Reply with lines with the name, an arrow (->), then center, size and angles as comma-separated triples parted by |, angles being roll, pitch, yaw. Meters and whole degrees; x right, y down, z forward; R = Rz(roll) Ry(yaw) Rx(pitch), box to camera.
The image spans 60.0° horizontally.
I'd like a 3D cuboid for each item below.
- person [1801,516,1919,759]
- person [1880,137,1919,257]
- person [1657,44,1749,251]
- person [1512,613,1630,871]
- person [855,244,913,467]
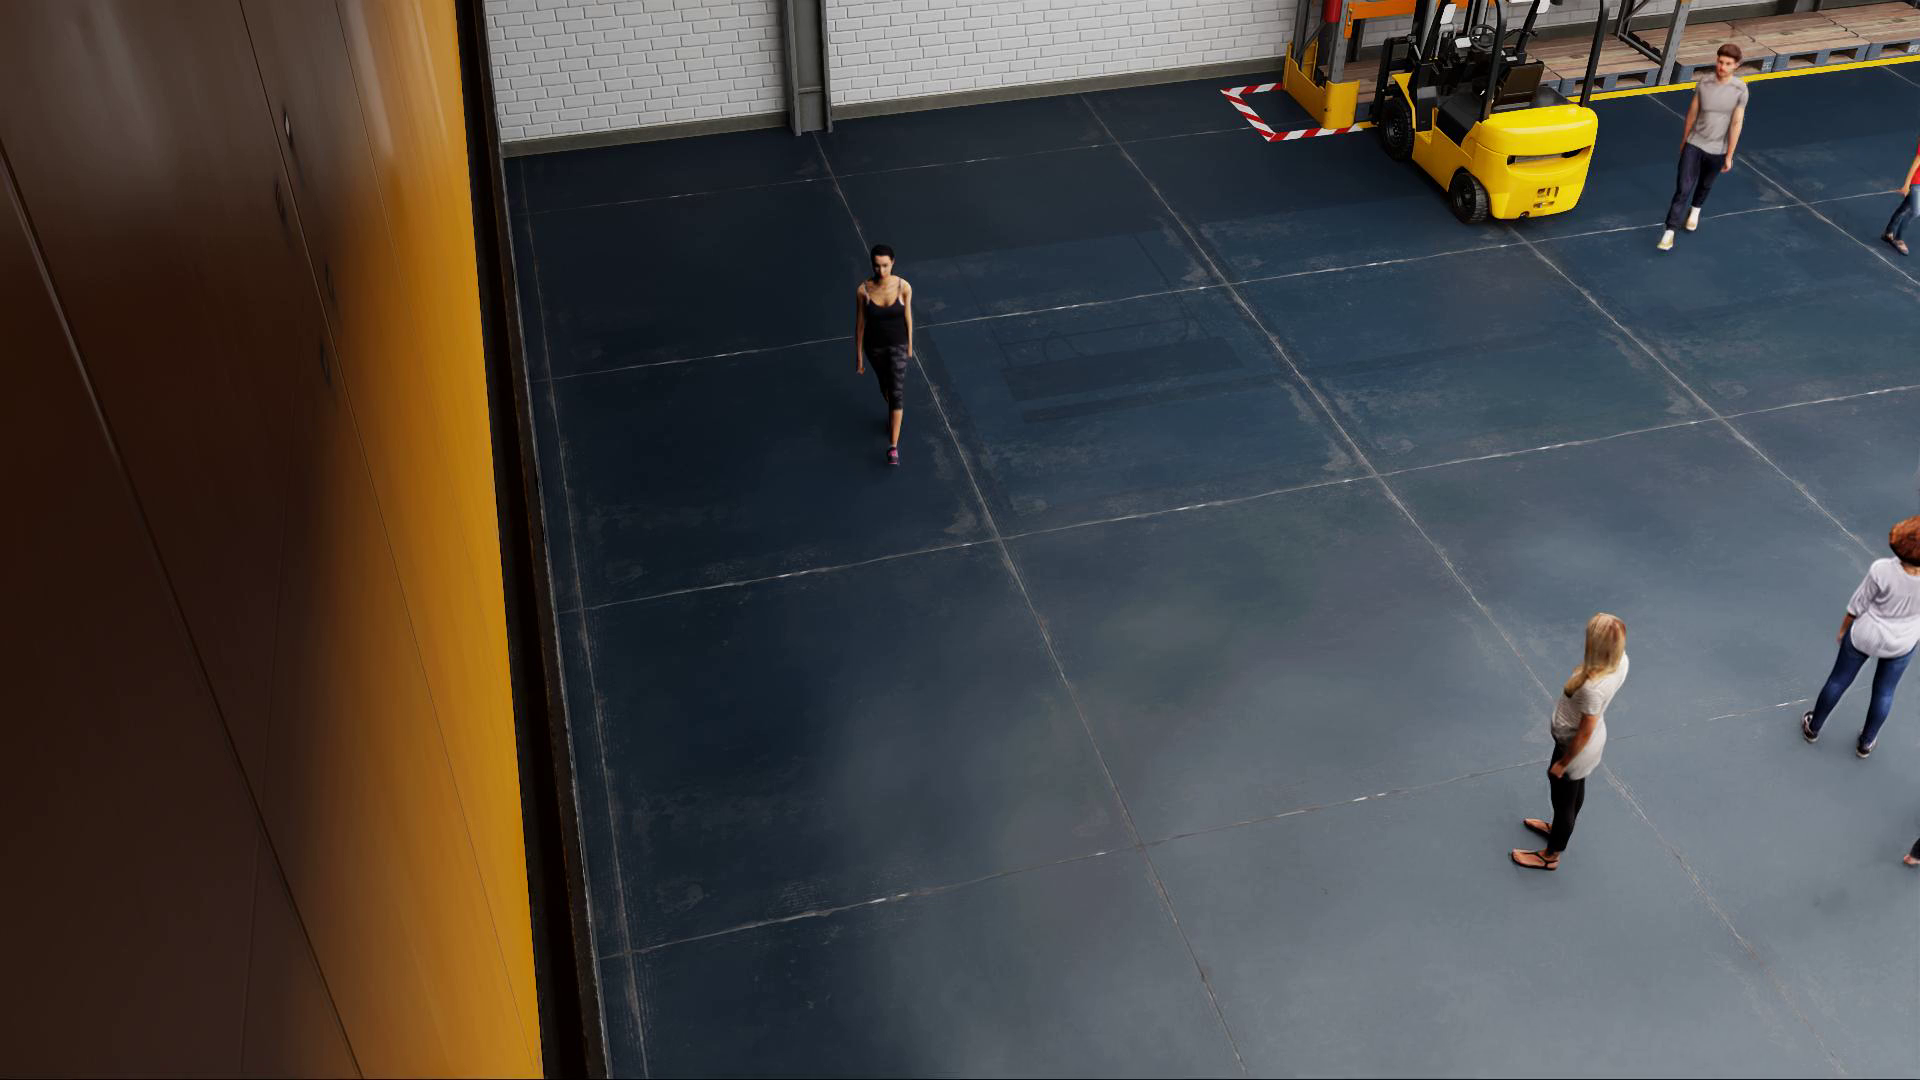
person -> 5.545, 0.575, 9.982 | 0.716, 1.708, 0.790 | 16, 41, 19
person -> 8.671, -3.287, 15.142 | 0.588, 1.301, 0.635 | -24, 44, -27
person -> 6.800, -3.591, 15.085 | 1.184, 1.849, 1.239 | 20, 43, 23
person -> 3.432, 1.125, 9.200 | 0.742, 1.823, 0.674 | 22, 44, 25
person -> -0.559, -1.497, 12.587 | 1.063, 1.694, 0.822 | 0, 39, -1
